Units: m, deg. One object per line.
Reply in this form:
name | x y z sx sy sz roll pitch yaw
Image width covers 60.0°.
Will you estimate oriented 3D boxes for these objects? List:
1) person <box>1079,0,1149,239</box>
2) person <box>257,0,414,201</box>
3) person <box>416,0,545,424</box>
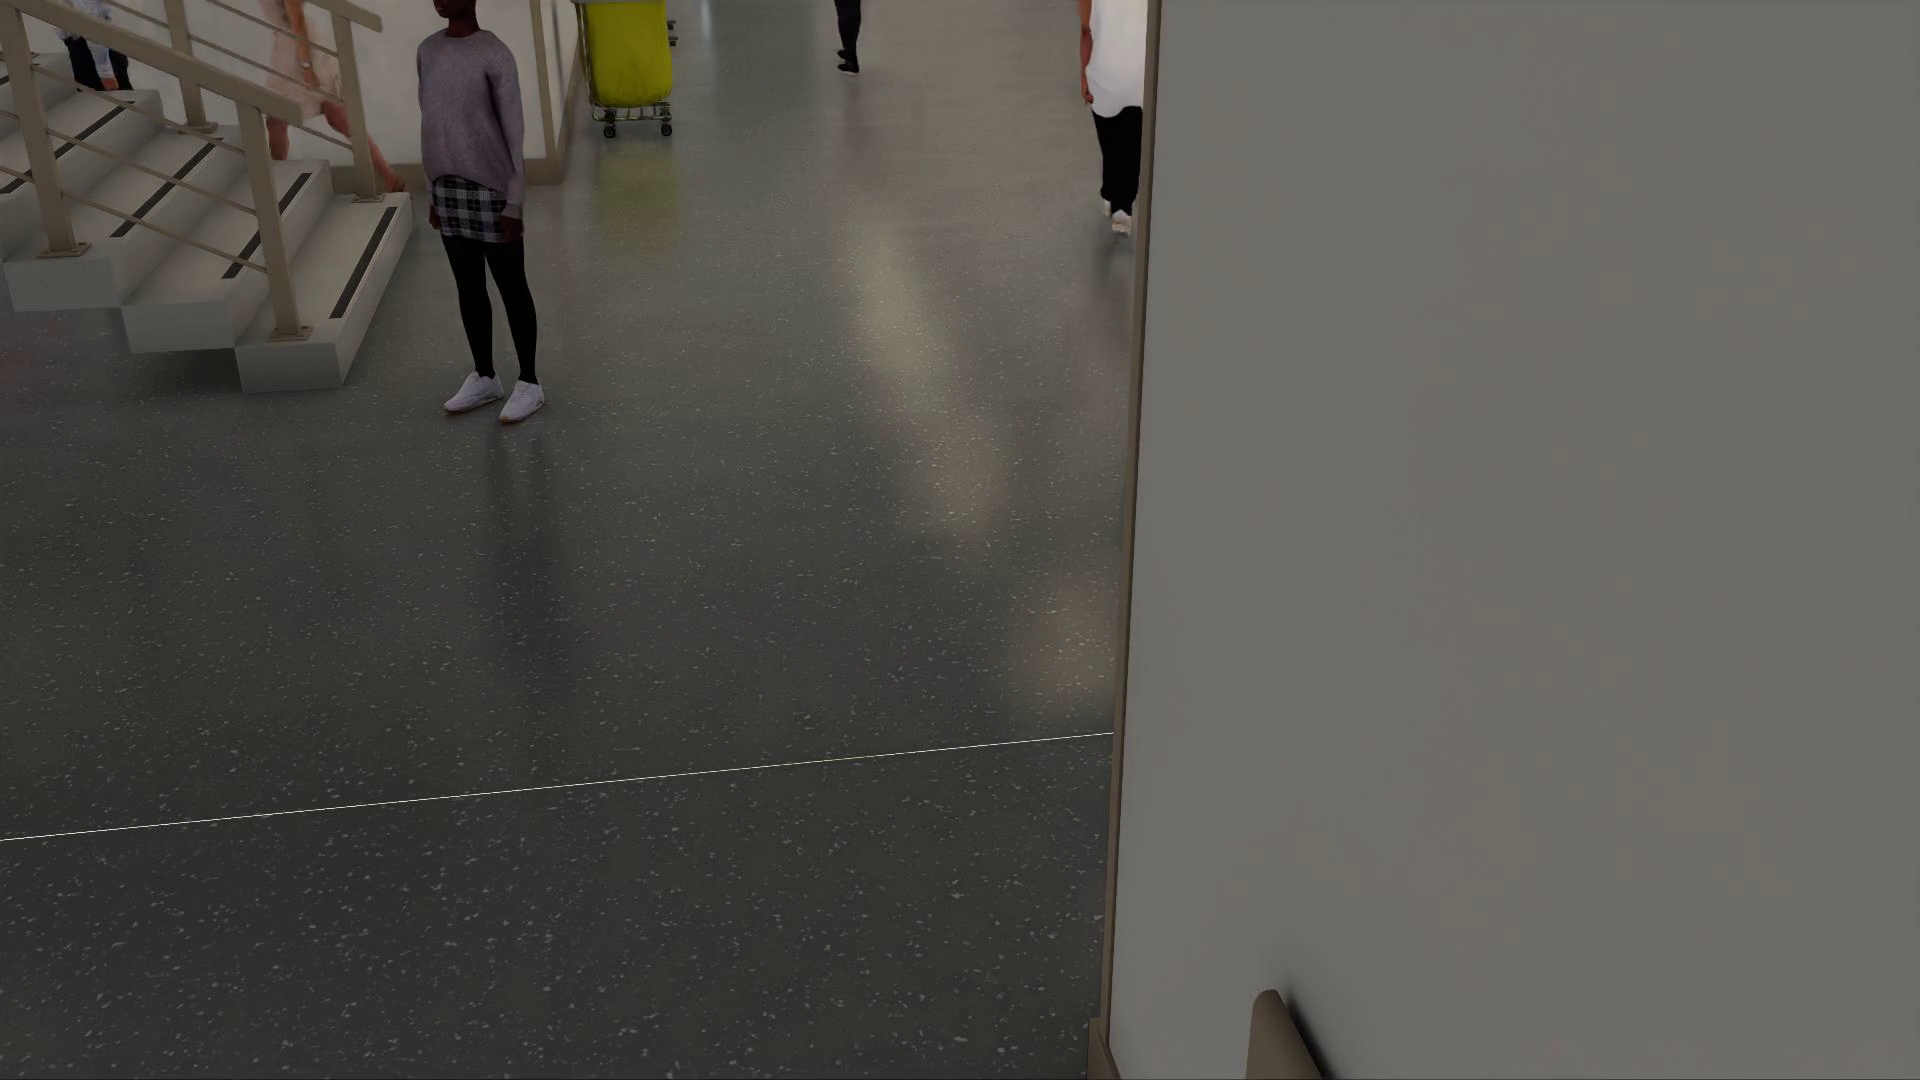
person | 0.874 -2.427 8.822 1.140 1.652 1.046 8 27 16
person | -3.470 -2.561 9.057 1.133 1.689 0.597 -5 26 -10
person | -1.858 -1.349 6.449 0.657 1.772 0.758 11 28 21
